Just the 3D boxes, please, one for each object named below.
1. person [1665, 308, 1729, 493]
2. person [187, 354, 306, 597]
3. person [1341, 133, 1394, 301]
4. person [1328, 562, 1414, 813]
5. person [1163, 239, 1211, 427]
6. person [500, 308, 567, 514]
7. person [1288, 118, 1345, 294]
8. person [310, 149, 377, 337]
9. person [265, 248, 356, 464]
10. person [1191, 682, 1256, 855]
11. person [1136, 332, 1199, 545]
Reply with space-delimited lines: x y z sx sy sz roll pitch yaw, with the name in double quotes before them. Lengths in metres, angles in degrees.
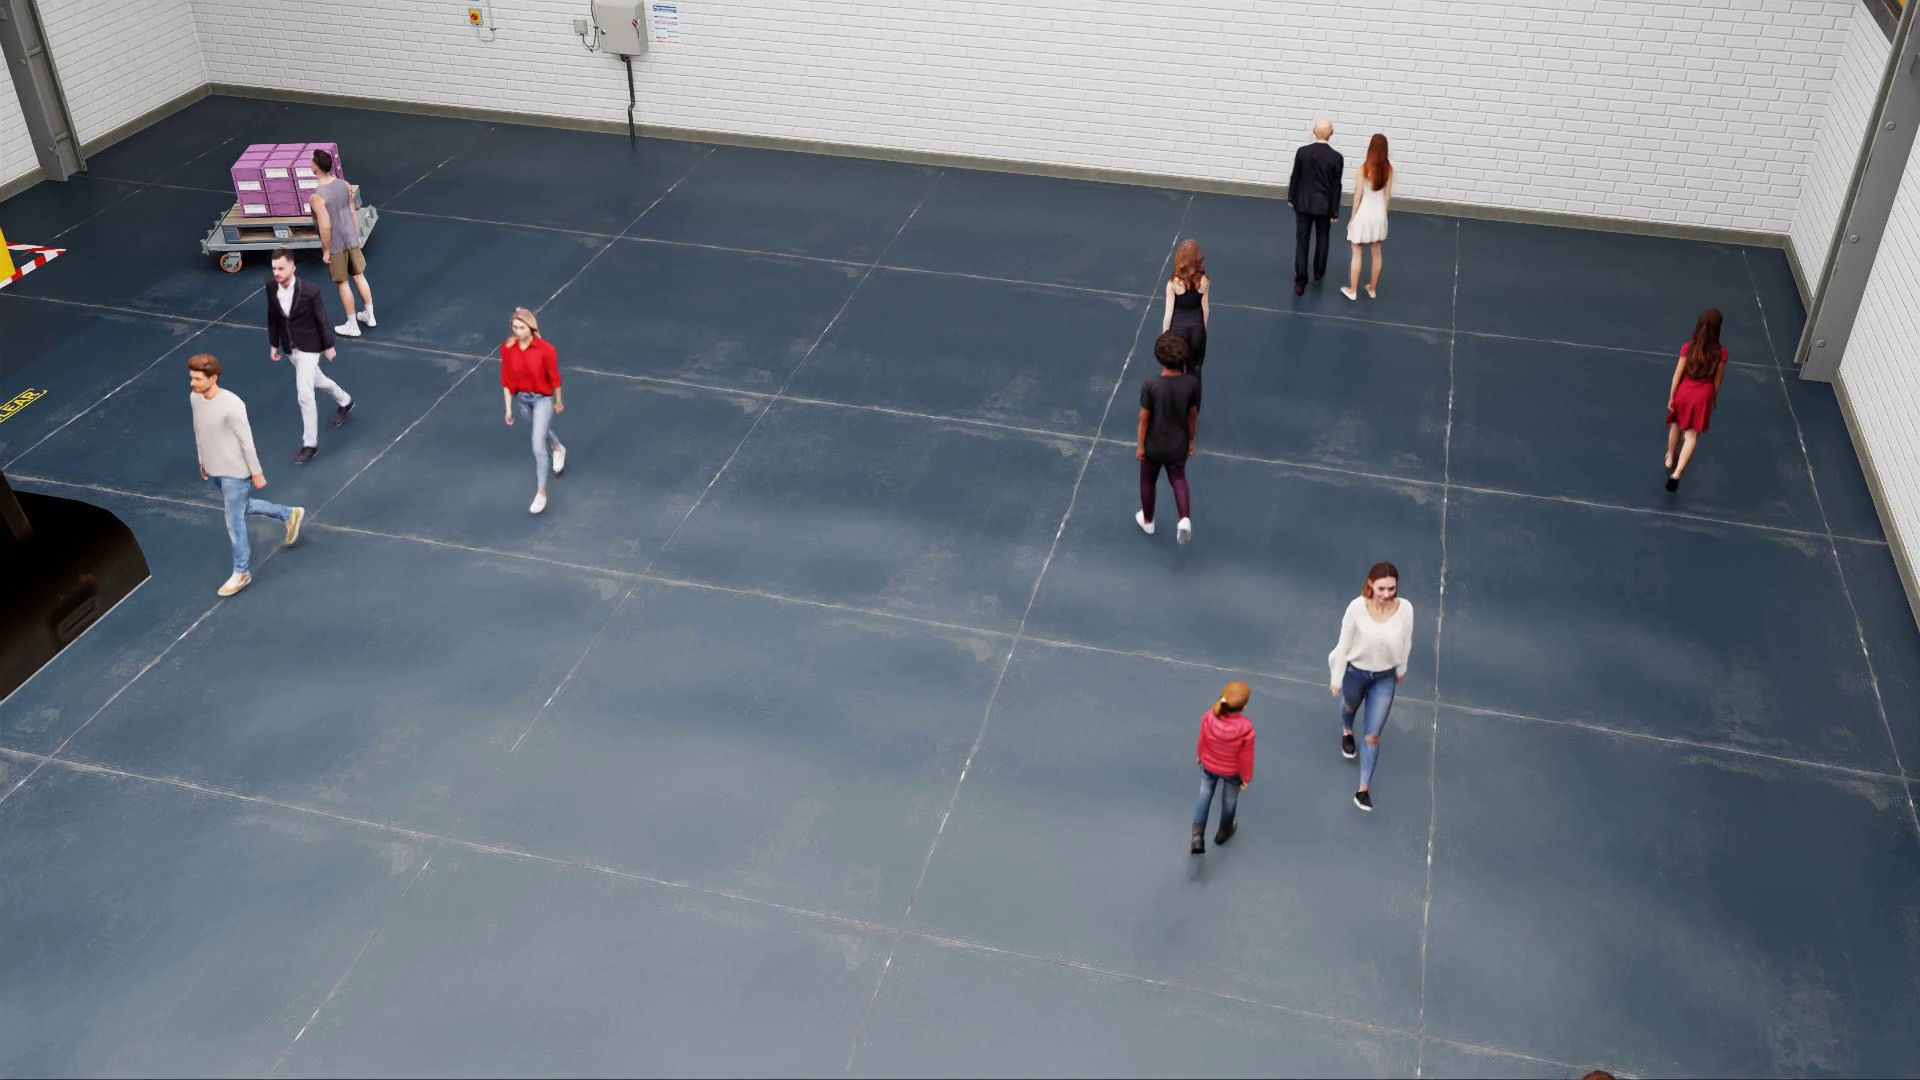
"person" 6.005 -1.128 13.632 0.686 1.526 1.064 17 37 23
"person" -5.406 -0.568 12.474 0.900 1.877 1.247 18 38 25
"person" 4.097 -3.228 16.625 0.636 1.711 0.651 -5 34 -7
"person" 2.579 0.823 10.594 0.758 1.641 1.141 4 34 6
"person" 1.955 -1.770 14.403 0.664 1.743 0.671 -8 34 -11
"person" -3.438 -1.145 13.533 0.721 1.665 1.172 4 34 6
"person" 3.541 -3.328 16.713 0.732 1.782 0.888 11 35 16
"person" -5.926 -2.854 15.904 0.747 1.847 0.570 15 37 22
"person" -5.543 -1.666 14.192 0.718 1.804 1.210 11 35 16
"person" 1.566 1.399 10.031 0.625 1.305 0.796 14 36 21
"person" 1.606 -0.741 12.834 0.869 1.766 1.020 -8 34 -12
